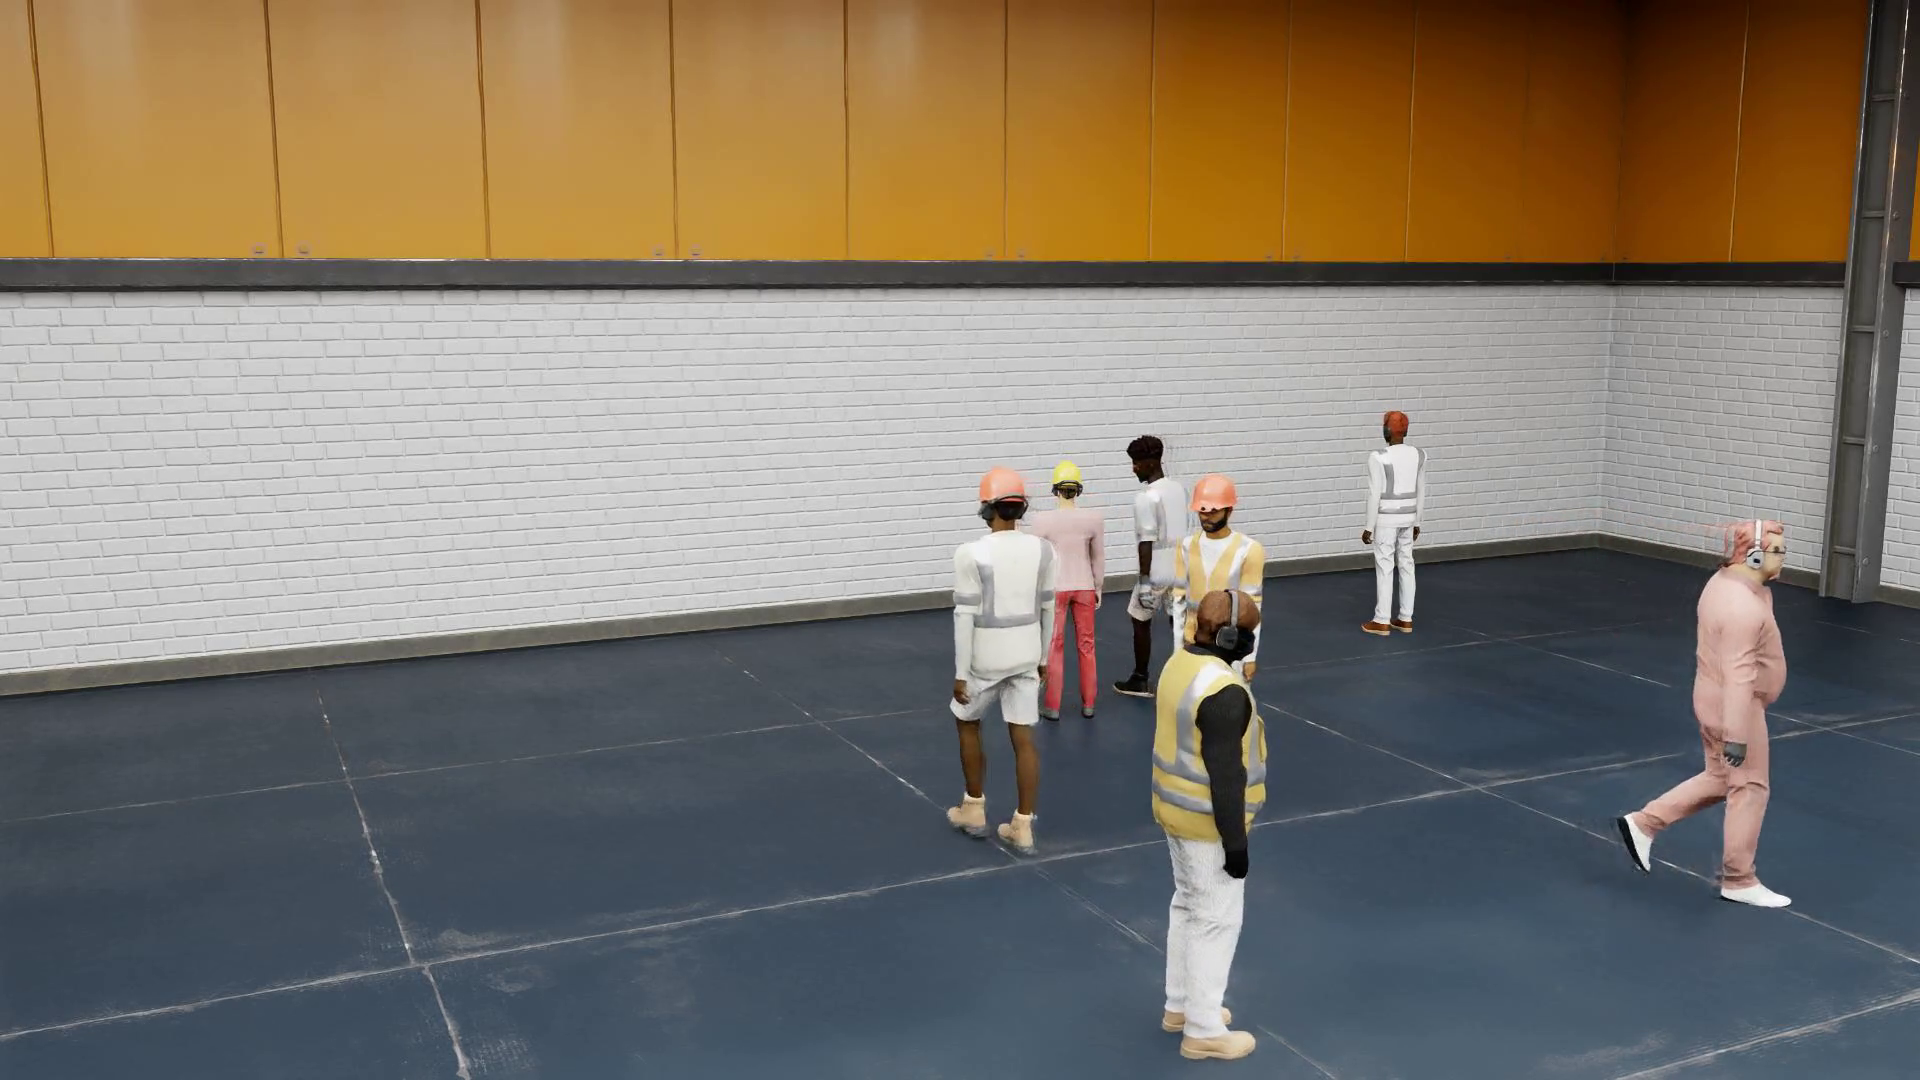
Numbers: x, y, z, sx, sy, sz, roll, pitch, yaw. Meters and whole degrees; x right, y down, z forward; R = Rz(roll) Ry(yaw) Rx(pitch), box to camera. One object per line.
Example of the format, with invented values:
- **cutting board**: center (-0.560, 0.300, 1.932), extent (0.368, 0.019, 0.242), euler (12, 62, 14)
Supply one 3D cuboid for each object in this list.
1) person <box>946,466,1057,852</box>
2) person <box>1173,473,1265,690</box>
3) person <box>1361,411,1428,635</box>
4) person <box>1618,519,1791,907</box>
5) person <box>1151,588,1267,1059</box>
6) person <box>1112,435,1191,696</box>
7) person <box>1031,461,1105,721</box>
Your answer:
- **person**: center (0.182, 0.610, 8.850), extent (0.629, 2.014, 0.769), euler (-4, 10, -26)
- **person**: center (1.421, 0.583, 9.320), extent (0.541, 1.929, 0.387), euler (7, 11, 35)
- **person**: center (3.625, -0.141, 13.932), extent (0.574, 1.884, 0.356), euler (-4, 10, -24)
- **person**: center (3.631, 0.817, 7.977), extent (0.693, 1.886, 0.664), euler (2, 9, 15)
- **person**: center (0.961, 1.092, 6.468), extent (0.432, 1.827, 0.642), euler (-2, 9, -10)
- **person**: center (1.475, 0.222, 11.626), extent (0.932, 1.914, 0.629), euler (9, 13, 44)
- **person**: center (0.721, 0.347, 11.263), extent (0.524, 1.770, 0.315), euler (-2, 9, -12)
